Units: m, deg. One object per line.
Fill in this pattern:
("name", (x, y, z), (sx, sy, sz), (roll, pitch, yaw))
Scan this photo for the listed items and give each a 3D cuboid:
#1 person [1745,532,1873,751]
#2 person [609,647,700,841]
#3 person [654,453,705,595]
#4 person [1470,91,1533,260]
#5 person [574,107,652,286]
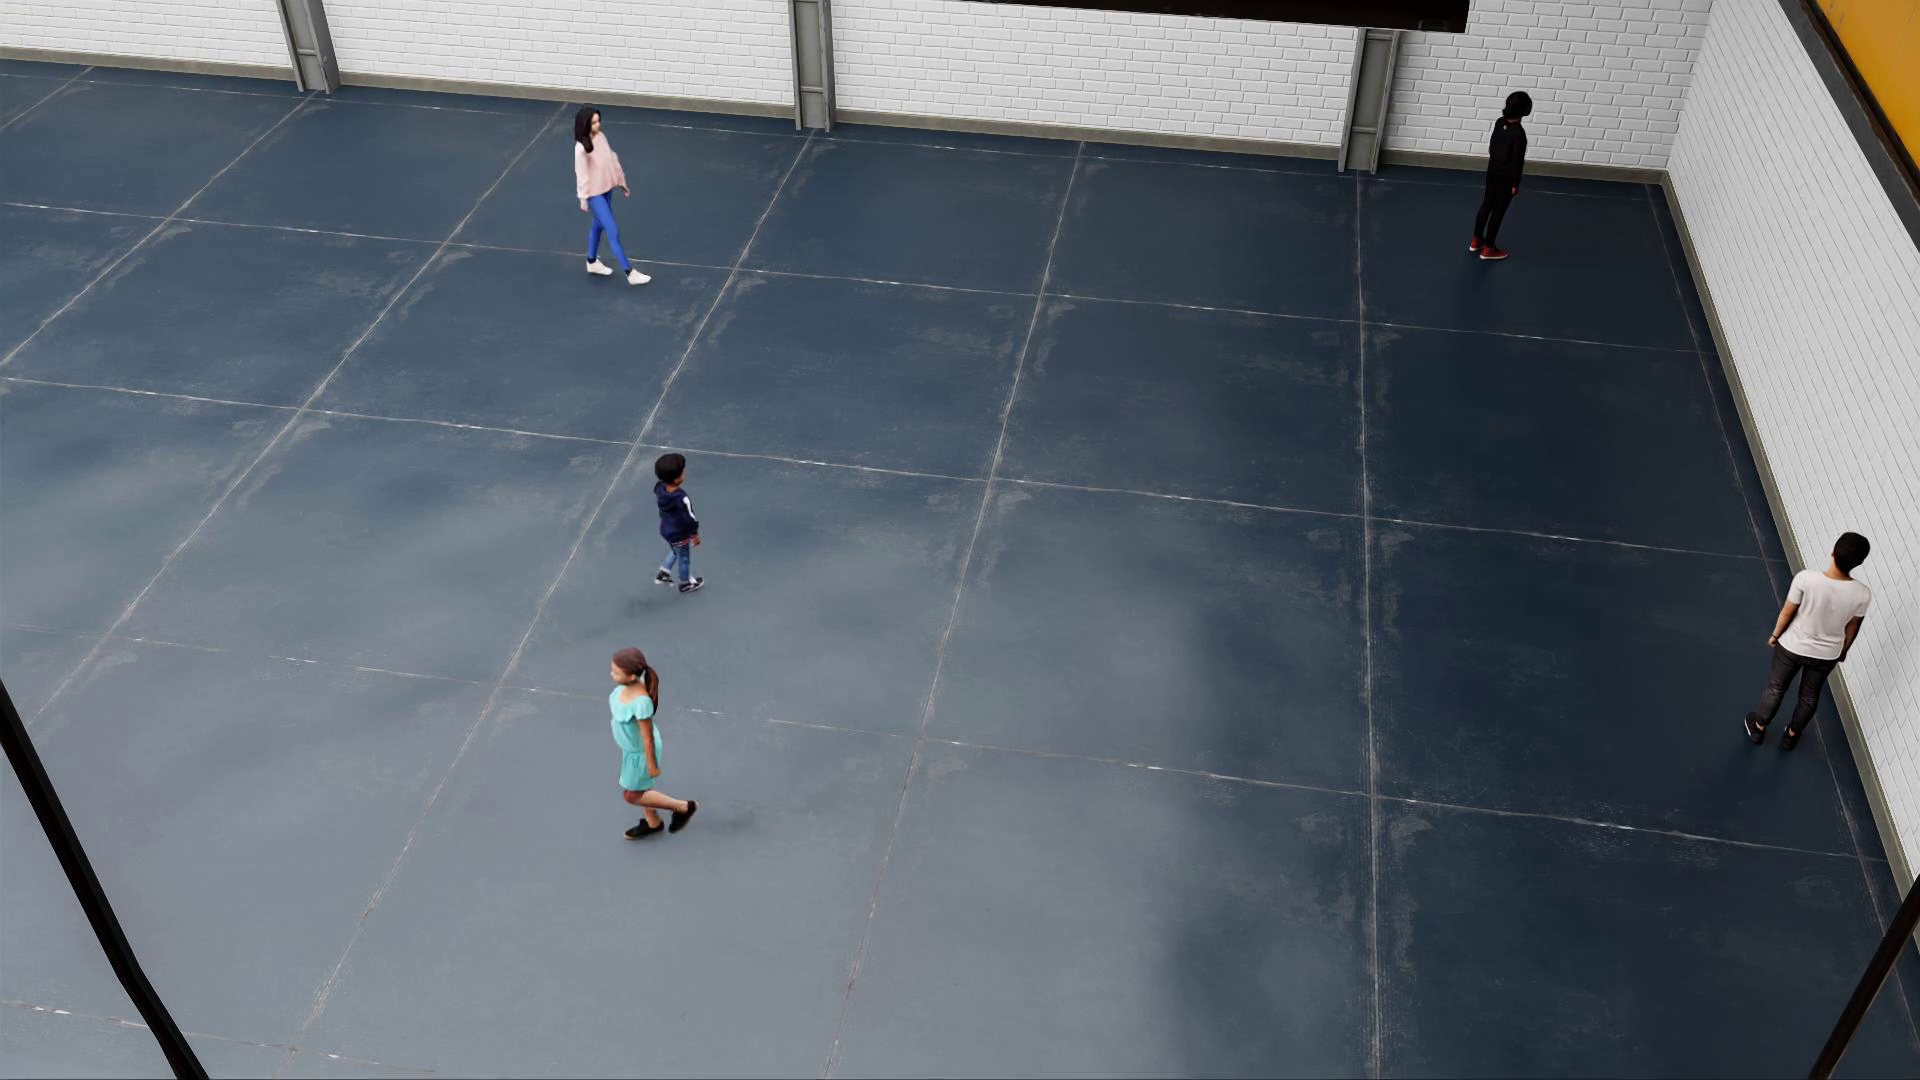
("person", (5.474, 0.653, 10.697), (0.537, 1.722, 0.722), (13, 41, 16))
("person", (-1.877, 1.241, 10.102), (0.812, 1.548, 0.707), (-11, 40, -13))
("person", (-2.100, -0.080, 12.022), (0.717, 1.215, 0.657), (-26, 45, -29))
("person", (5.198, -3.503, 15.940), (0.674, 1.674, 0.671), (-13, 40, -16))
("person", (-3.454, -3.238, 15.556), (1.044, 1.739, 0.752), (12, 40, 15))
